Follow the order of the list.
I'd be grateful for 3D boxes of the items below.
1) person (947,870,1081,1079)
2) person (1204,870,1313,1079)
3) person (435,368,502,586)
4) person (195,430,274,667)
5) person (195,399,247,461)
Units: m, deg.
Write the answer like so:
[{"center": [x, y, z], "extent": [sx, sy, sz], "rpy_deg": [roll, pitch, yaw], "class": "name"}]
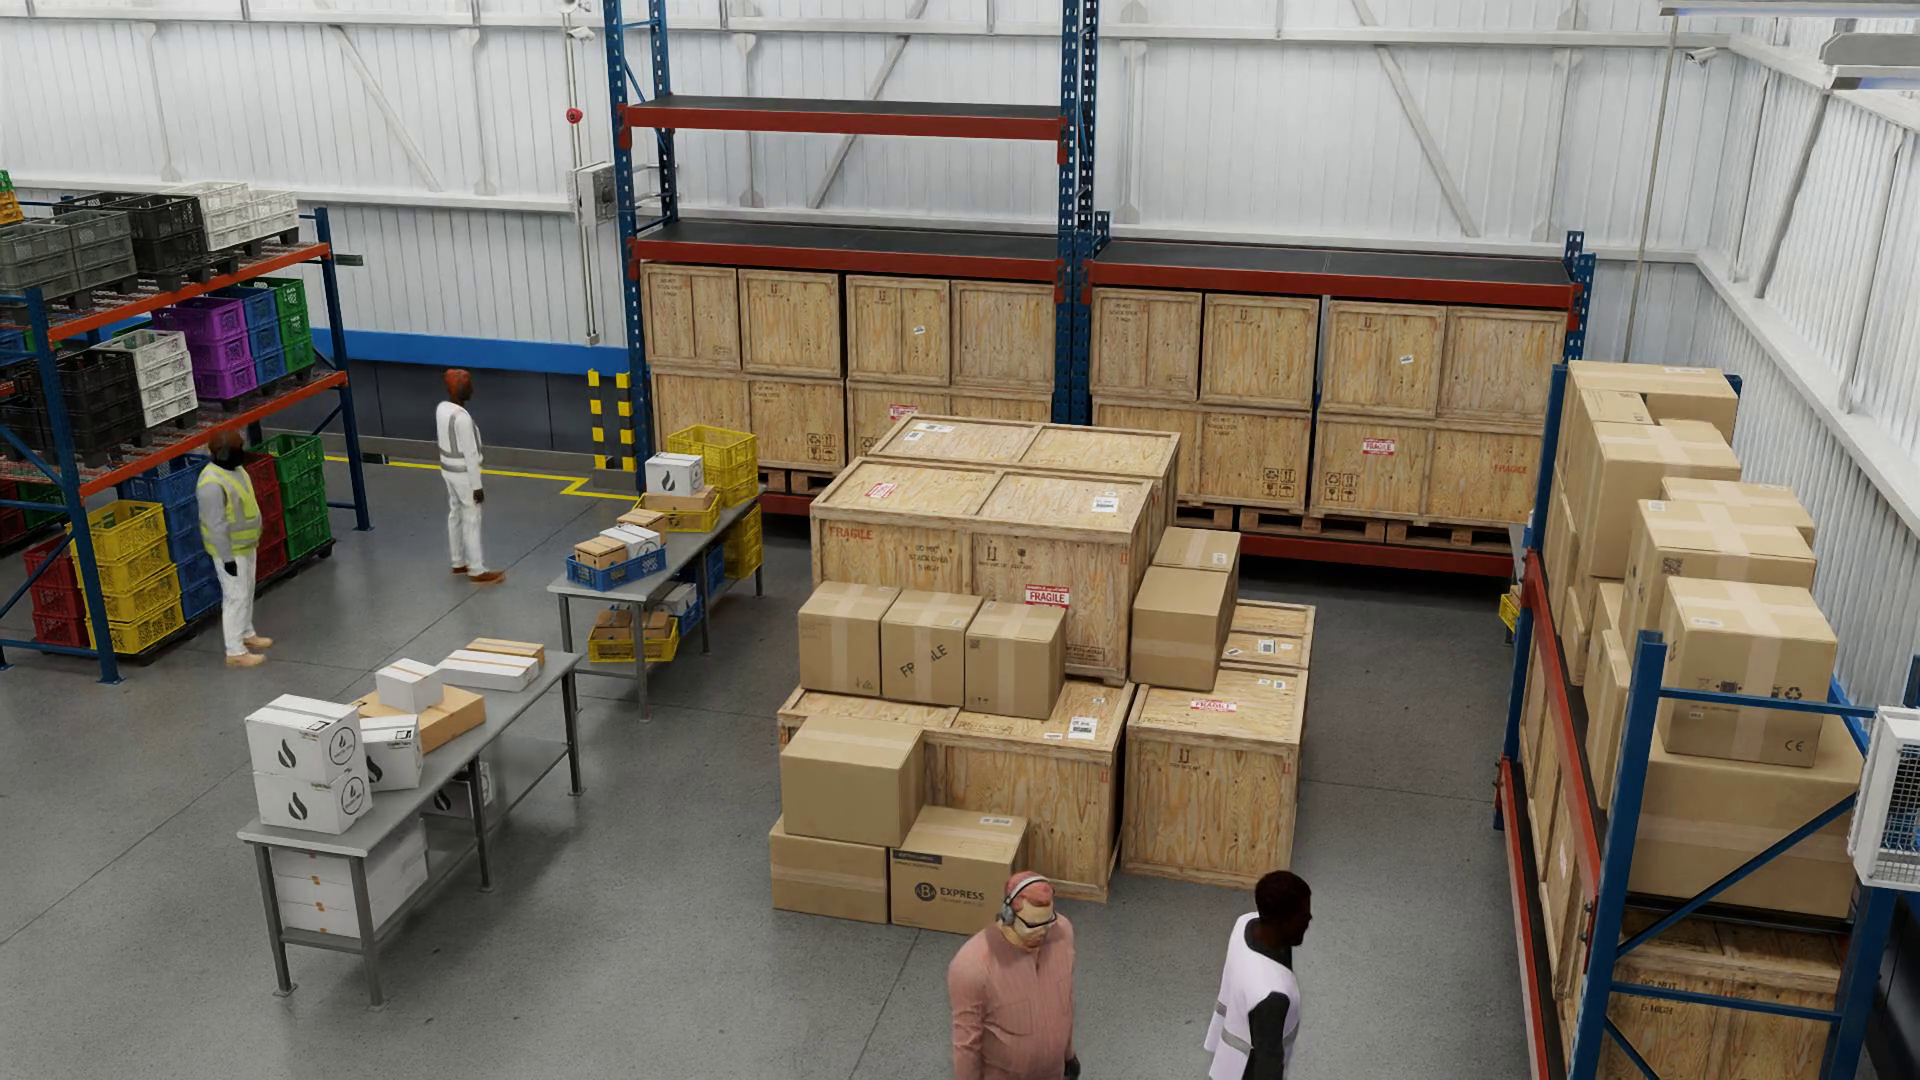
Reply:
[{"center": [0.255, 2.218, 6.941], "extent": [0.636, 1.902, 0.405], "rpy_deg": [-16, 26, -36], "class": "person"}, {"center": [1.220, 2.216, 6.941], "extent": [0.389, 1.910, 0.584], "rpy_deg": [0, 21, 0], "class": "person"}, {"center": [-4.232, -0.541, 14.179], "extent": [0.337, 1.883, 0.584], "rpy_deg": [-16, 26, -36], "class": "person"}, {"center": [-5.539, 0.048, 12.724], "extent": [0.431, 1.831, 0.638], "rpy_deg": [-1, 21, -3], "class": "person"}, {"center": [-6.888, -1.018, 15.398], "extent": [0.630, 1.904, 0.680], "rpy_deg": [8, 22, 21], "class": "person"}]
